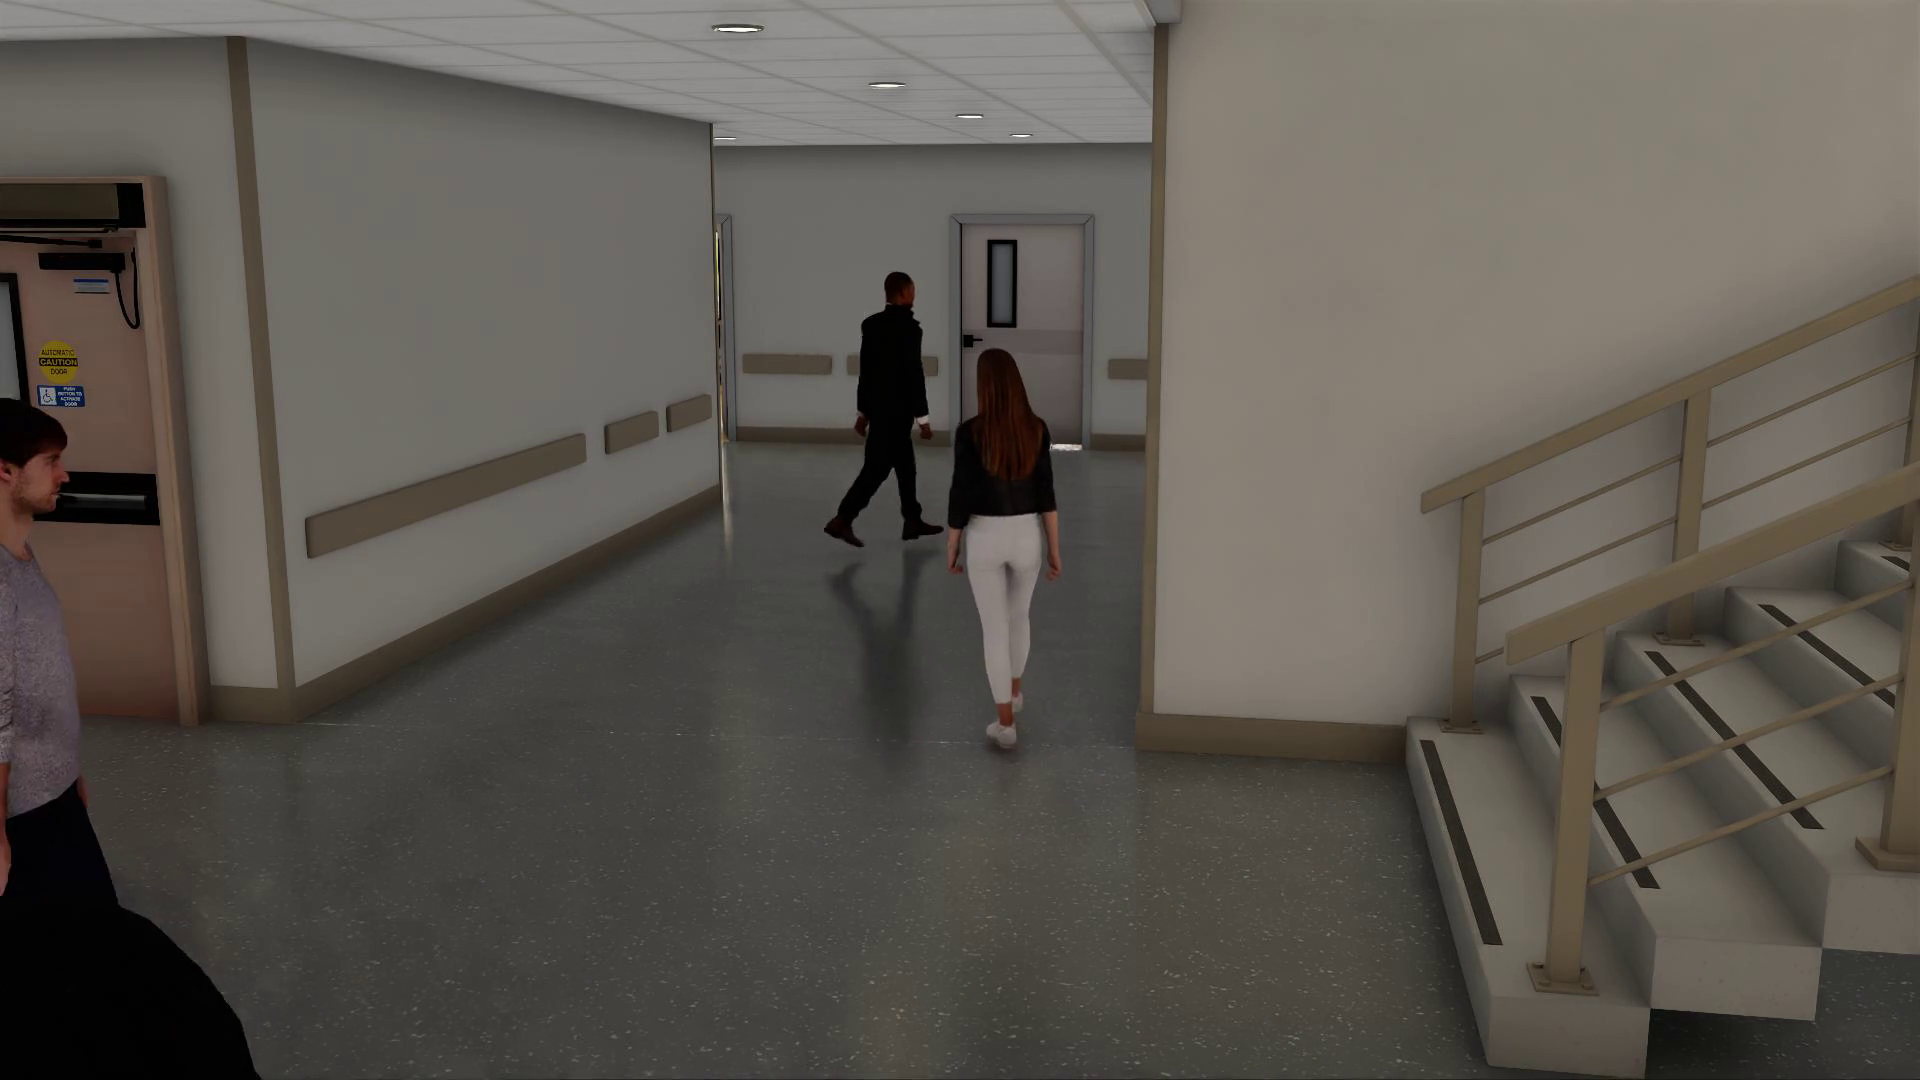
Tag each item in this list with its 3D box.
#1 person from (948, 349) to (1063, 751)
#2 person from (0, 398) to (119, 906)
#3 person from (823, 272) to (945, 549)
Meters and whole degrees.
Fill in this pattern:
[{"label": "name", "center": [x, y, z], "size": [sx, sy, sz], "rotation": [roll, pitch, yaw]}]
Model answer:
[{"label": "person", "center": [0.208, 0.056, 7.051], "size": [0.934, 1.679, 0.895], "rotation": [-3, 11, -13]}, {"label": "person", "center": [-2.227, 0.605, 3.774], "size": [1.161, 1.822, 1.026], "rotation": [-5, 12, -25]}, {"label": "person", "center": [-0.556, -0.842, 11.302], "size": [1.291, 1.859, 1.261], "rotation": [-8, 13, -37]}]
